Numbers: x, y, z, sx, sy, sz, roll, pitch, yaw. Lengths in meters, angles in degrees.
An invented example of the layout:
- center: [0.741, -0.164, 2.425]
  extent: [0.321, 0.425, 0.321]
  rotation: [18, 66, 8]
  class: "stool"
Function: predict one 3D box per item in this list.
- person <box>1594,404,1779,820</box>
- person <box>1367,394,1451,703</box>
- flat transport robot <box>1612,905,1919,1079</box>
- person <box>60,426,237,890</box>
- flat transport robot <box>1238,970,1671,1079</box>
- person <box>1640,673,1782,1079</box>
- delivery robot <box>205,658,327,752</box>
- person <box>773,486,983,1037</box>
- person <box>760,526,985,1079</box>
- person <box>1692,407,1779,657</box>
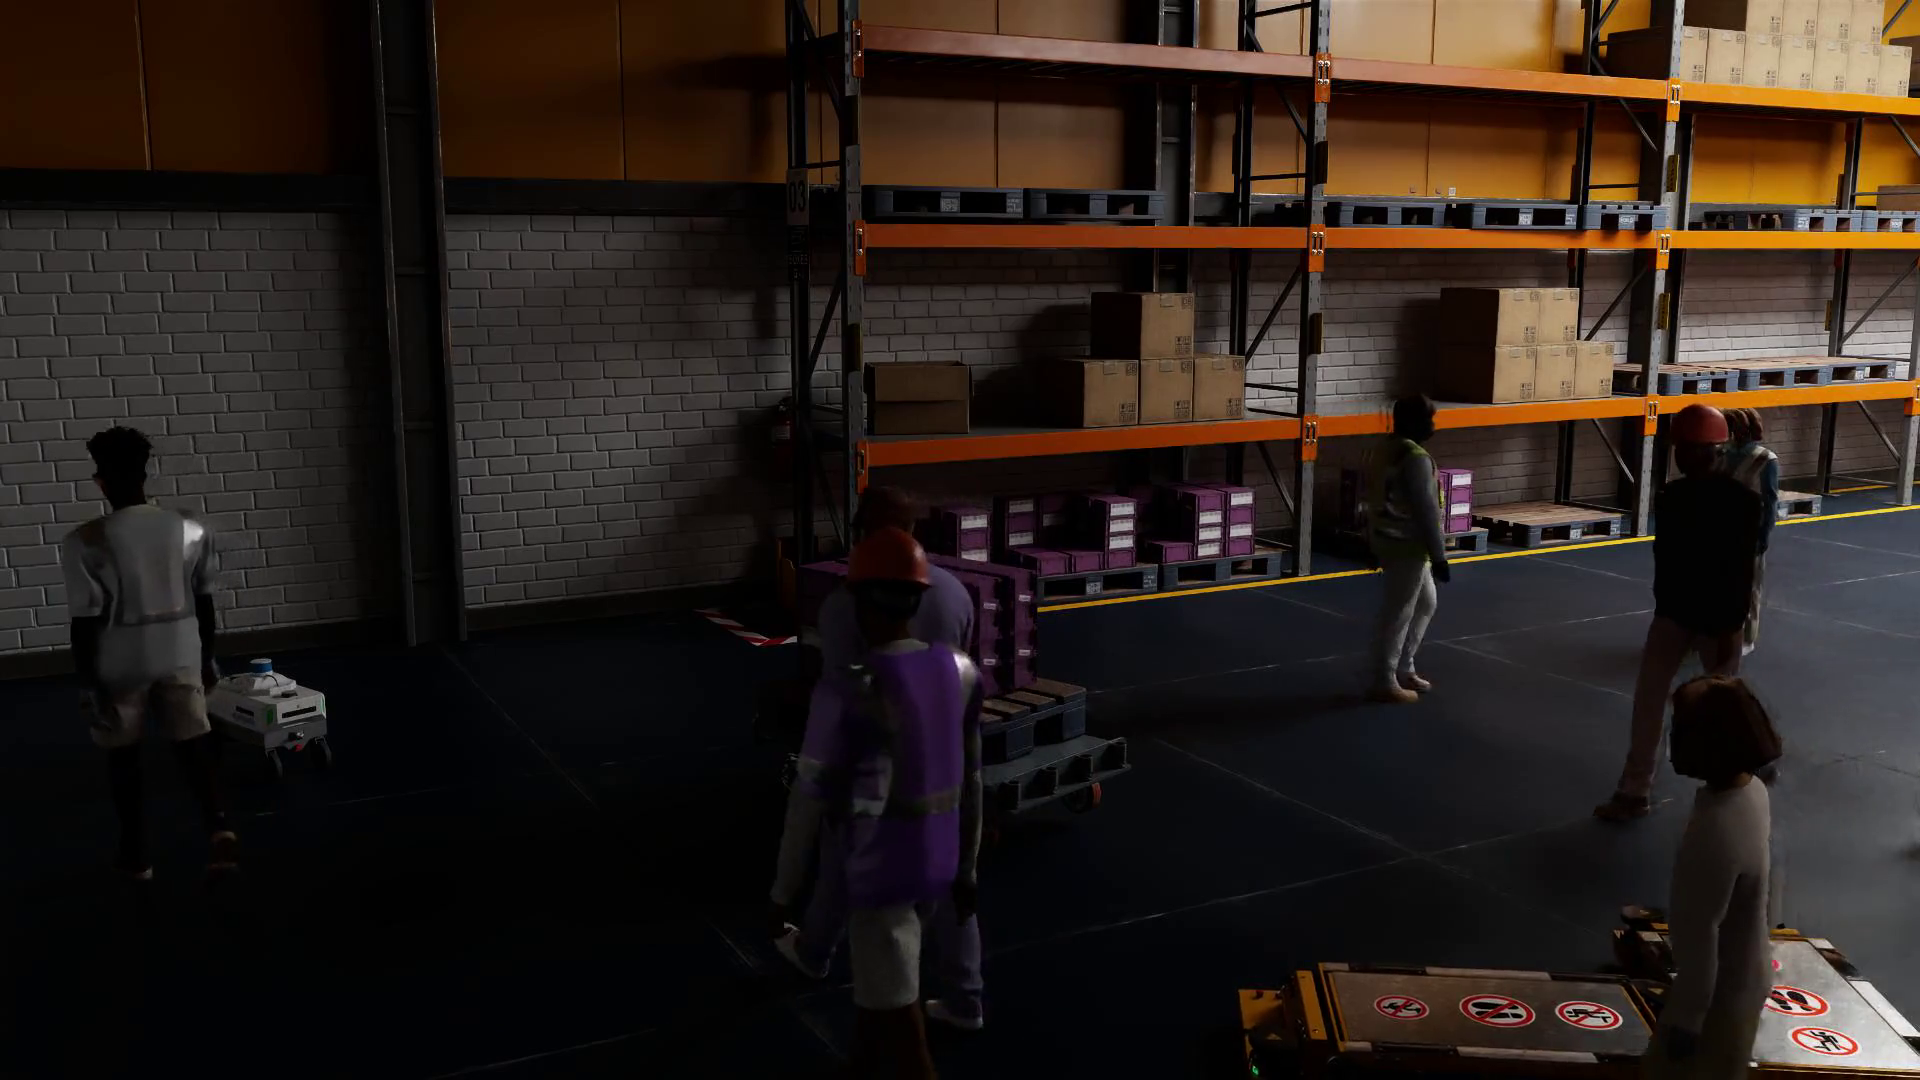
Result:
- center: [3.497, 0.335, 7.777]
  extent: [0.984, 1.961, 0.610]
  rotation: [-5, 11, -26]
  class: "person"
- center: [2.661, 0.066, 9.700]
  extent: [0.570, 1.824, 0.631]
  rotation: [0, 10, 1]
  class: "person"
- center: [2.690, 1.571, 5.487]
  extent: [0.652, 0.197, 1.431]
  rotation: [1, 10, 6]
  class: "flat transport robot"
- center: [-3.311, 0.502, 6.818]
  extent: [0.815, 1.945, 0.616]
  rotation: [9, 13, 43]
  class: "person"
- center: [1.634, 1.598, 5.334]
  extent: [1.431, 0.197, 0.652]
  rotation: [1, 10, 6]
  class: "flat transport robot"
- center: [1.983, 1.135, 4.168]
  extent: [0.704, 1.603, 0.502]
  rotation: [5, 11, 28]
  class: "person"
- center: [-3.572, 0.853, 8.539]
  extent: [0.707, 0.478, 0.477]
  rotation: [8, 13, 39]
  class: "delivery robot"
- center: [-0.264, 0.734, 5.763]
  extent: [0.674, 1.851, 1.004]
  rotation: [-8, 13, -38]
  class: "person"
- center: [-0.273, 0.907, 4.651]
  extent: [0.870, 1.881, 0.588]
  rotation: [9, 13, 41]
  class: "person"
- center: [5.108, -0.056, 10.926]
  extent: [0.315, 1.638, 0.515]
  rotation: [-5, 11, -28]
  class: "person"
